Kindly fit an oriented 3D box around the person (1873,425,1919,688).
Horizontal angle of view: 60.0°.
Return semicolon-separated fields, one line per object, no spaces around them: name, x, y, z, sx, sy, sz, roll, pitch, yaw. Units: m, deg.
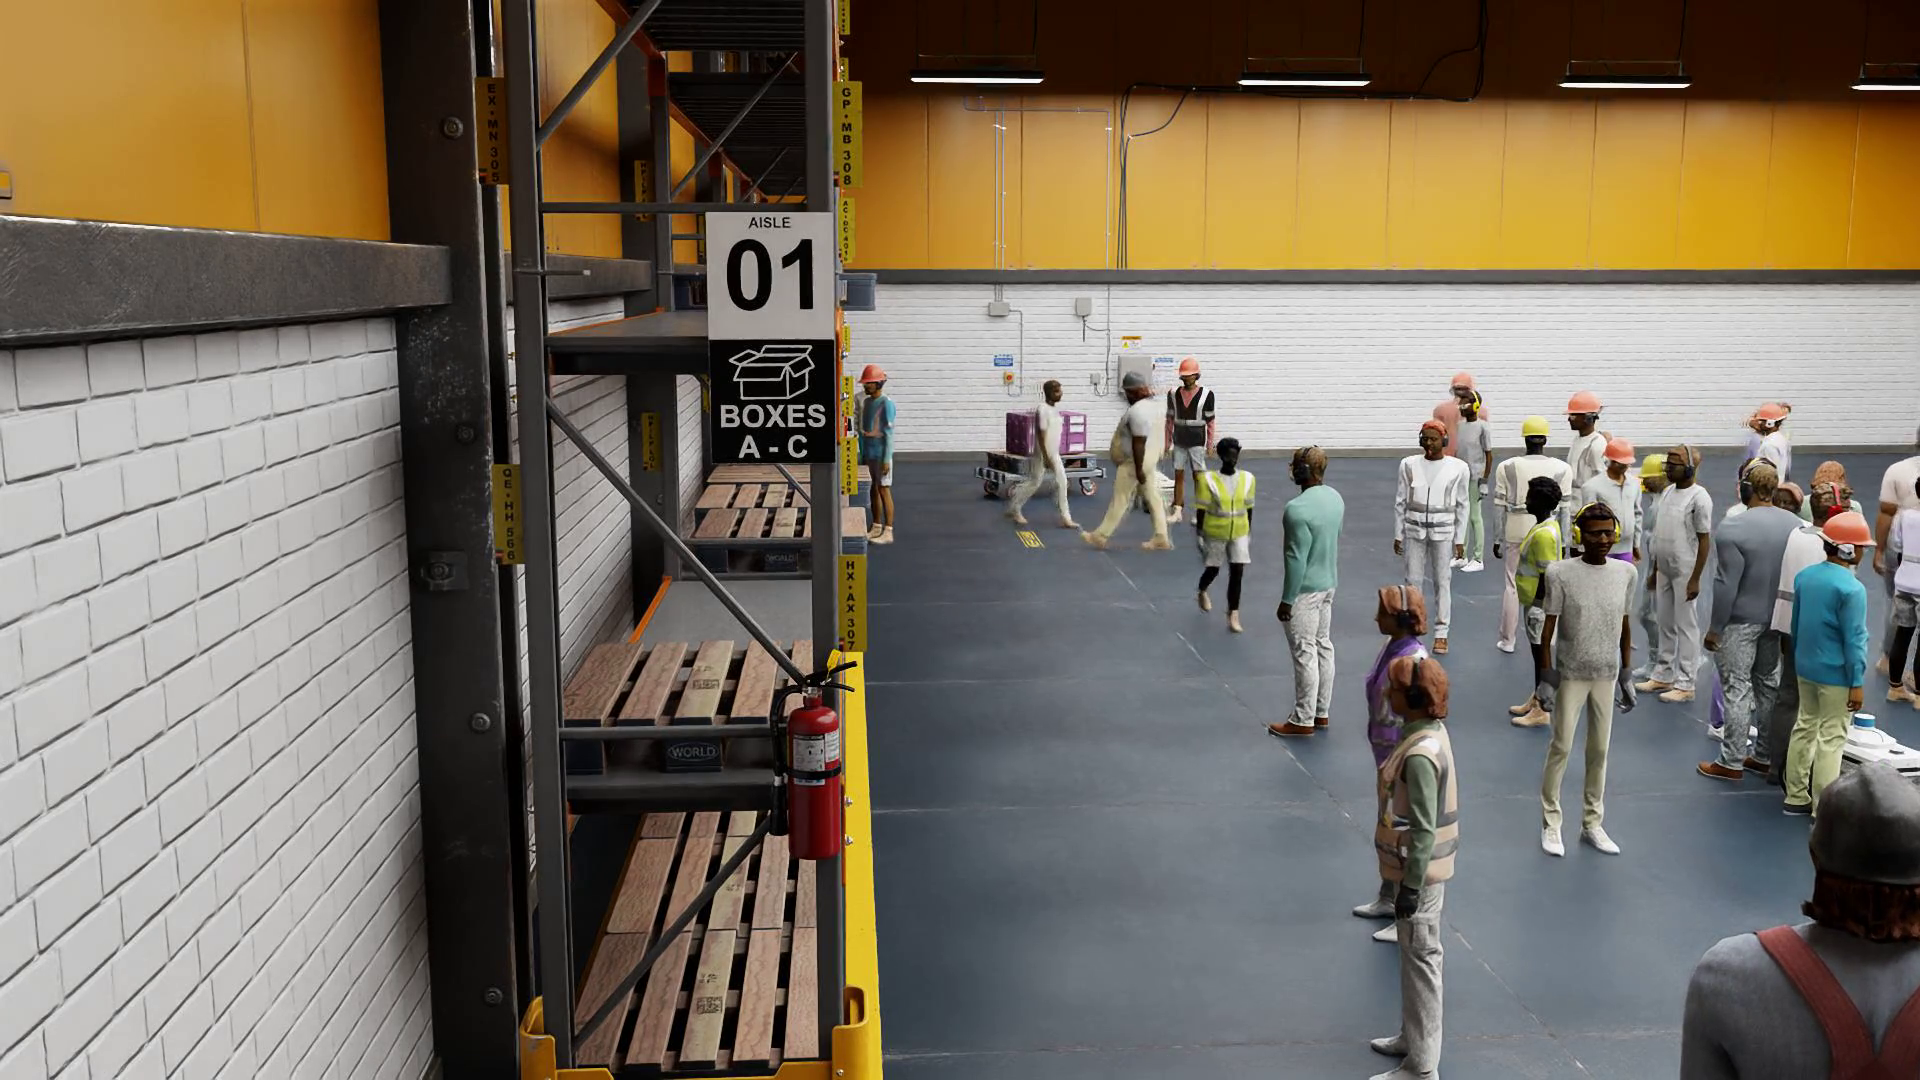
person;7.191;0.052;12.393;0.707;2.000;0.916;4;10;24

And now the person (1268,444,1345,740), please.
person;2.277;0.338;10.918;0.372;1.940;0.632;7;11;36

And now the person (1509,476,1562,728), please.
person;3.895;0.413;11.199;0.317;1.696;0.538;3;9;17

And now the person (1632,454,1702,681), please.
person;5.244;0.216;12.356;0.470;1.719;0.505;6;11;32

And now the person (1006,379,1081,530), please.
person;0.982;-1.030;19.966;0.930;1.810;0.519;6;11;31

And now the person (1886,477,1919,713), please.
person;6.722;0.351;11.593;0.318;1.697;0.533;-1;9;-8

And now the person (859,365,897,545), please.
person;-0.952;-0.958;18.769;0.398;2.038;0.607;-5;11;-31

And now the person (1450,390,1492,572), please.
person;5.224;-0.606;17.064;0.309;1.868;0.534;-4;10;-23

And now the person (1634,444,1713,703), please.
person;5.108;0.234;11.858;0.341;1.846;0.510;-2;9;-12

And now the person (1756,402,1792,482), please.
person;9.104;-0.760;18.780;0.521;1.619;0.445;-4;10;-22

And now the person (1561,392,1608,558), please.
person;5.331;-0.255;14.309;0.391;2.040;0.615;0;9;1

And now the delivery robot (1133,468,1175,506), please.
delivery robot;2.508;-0.687;21.380;0.477;0.478;0.707;-4;10;-21

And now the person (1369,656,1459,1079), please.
person;1.698;1.235;6.217;0.309;1.639;0.522;3;9;16

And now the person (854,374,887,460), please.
person;-1.237;-1.484;22.927;0.524;1.761;0.338;4;10;25

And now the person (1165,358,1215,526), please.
person;2.766;-1.186;20.159;0.616;2.039;0.389;4;10;26

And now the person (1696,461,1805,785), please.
person;4.724;0.492;9.942;0.635;1.939;0.361;-3;10;-21

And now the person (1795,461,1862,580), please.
person;6.566;0.211;12.665;0.508;1.632;0.264;7;11;36

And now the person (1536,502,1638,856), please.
person;3.286;0.725;8.701;0.531;1.870;0.317;-1;9;-5

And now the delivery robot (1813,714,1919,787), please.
delivery robot;5.084;1.226;9.378;0.477;0.478;0.707;-2;9;-11

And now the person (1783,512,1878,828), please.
person;4.801;0.712;9.145;0.334;1.749;0.575;-1;9;-4

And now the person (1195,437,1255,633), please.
person;2.249;-0.074;14.323;0.539;1.677;0.658;-2;9;-10

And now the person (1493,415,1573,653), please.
person;4.572;-0.036;13.331;0.586;1.920;0.397;2;9;13

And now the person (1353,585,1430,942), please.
person;2.011;1.013;7.609;0.314;1.640;0.516;0;9;1

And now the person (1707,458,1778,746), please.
person;5.114;0.390;10.806;0.312;1.869;0.537;9;13;44

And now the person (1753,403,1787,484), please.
person;8.114;-0.500;16.751;0.333;1.749;0.574;5;10;29

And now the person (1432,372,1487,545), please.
person;5.643;-0.918;18.815;0.638;1.953;1.037;3;10;18

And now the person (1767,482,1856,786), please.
person;4.962;0.576;9.707;0.387;1.845;0.565;-1;9;-9

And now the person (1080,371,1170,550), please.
person;1.875;-0.898;18.355;0.988;2.000;0.695;4;10;23

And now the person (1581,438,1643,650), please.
person;5.278;0.036;13.433;0.575;1.741;0.355;-3;10;-19

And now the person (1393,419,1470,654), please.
person;3.779;-0.029;13.392;0.581;1.882;0.351;5;10;26

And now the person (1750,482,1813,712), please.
person;5.581;0.417;11.357;0.511;1.640;0.308;7;12;38
